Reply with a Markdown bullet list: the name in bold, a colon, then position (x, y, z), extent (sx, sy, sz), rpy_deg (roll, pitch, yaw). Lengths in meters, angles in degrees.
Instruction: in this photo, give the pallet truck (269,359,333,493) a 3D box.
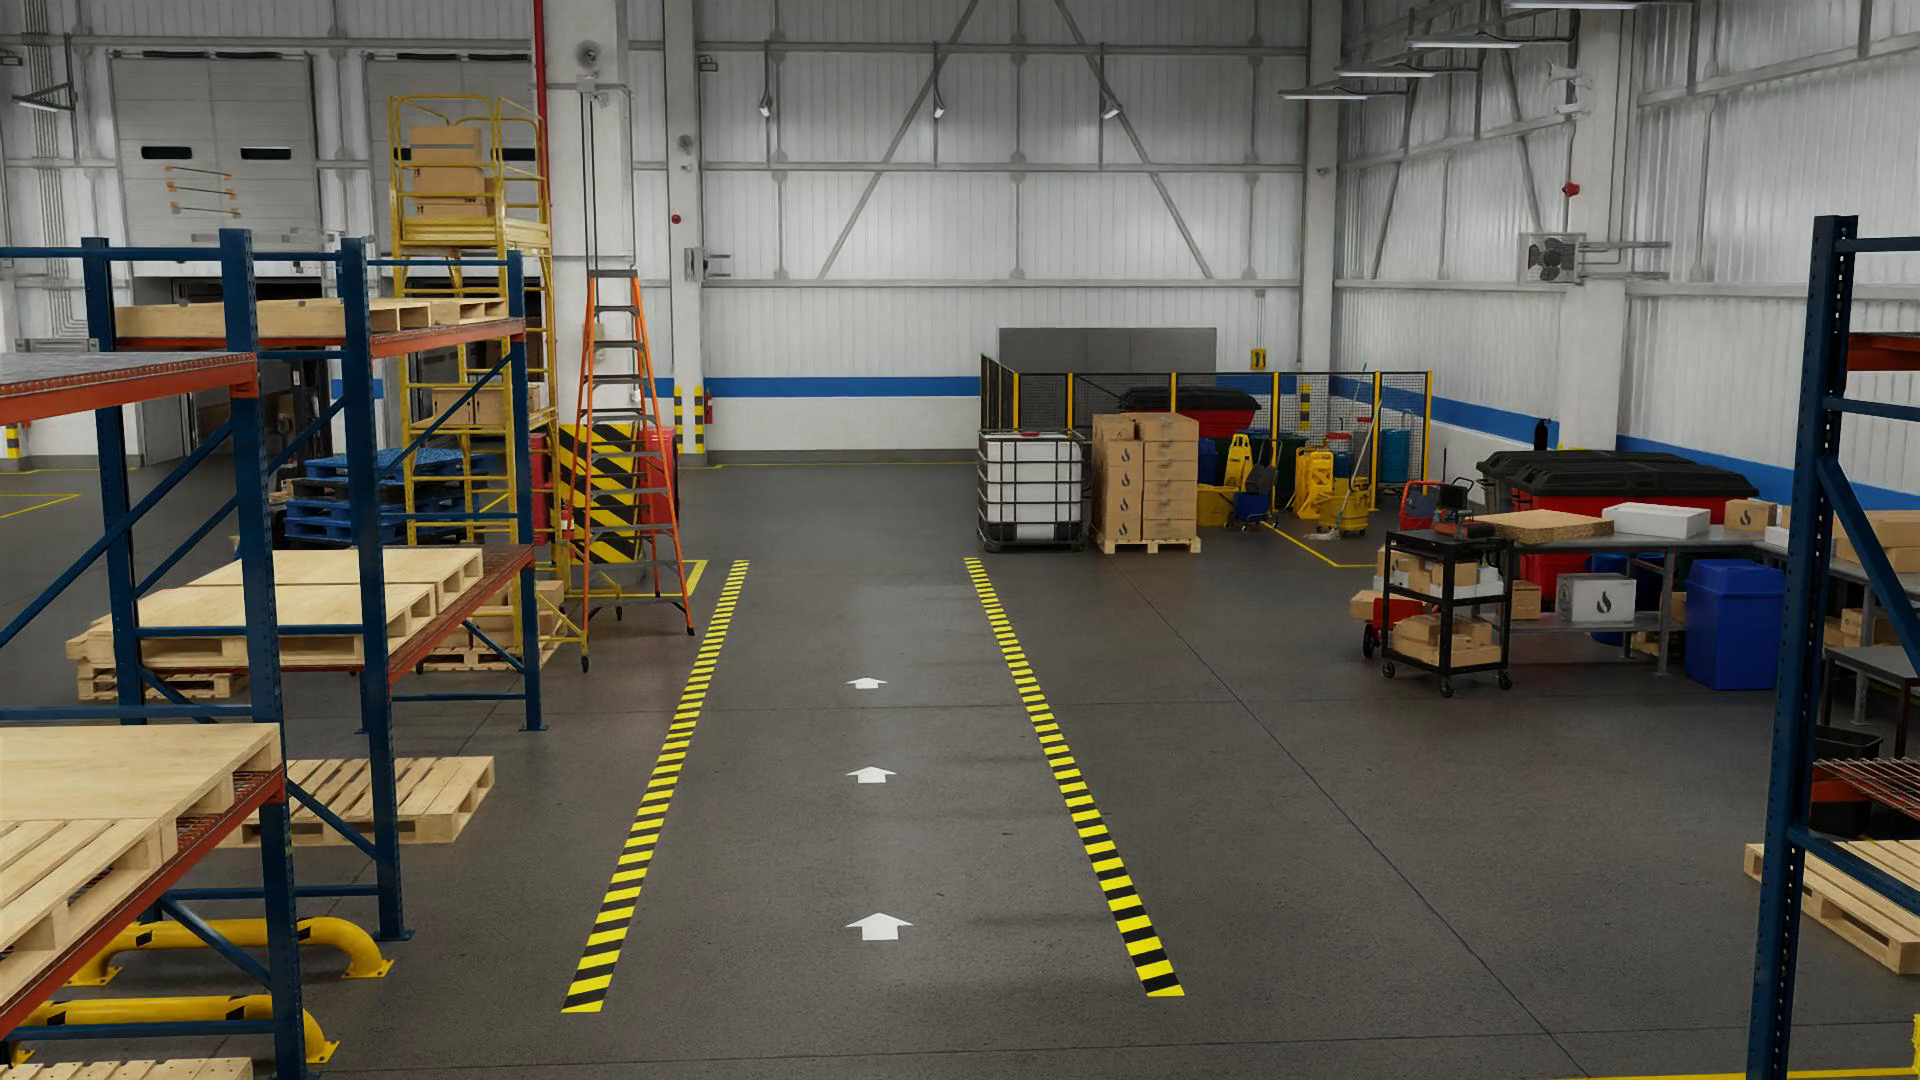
- **pallet truck**: position (-7.062, -1.131, 18.996), extent (1.885, 1.965, 0.823), rpy_deg (2, 9, 13)
